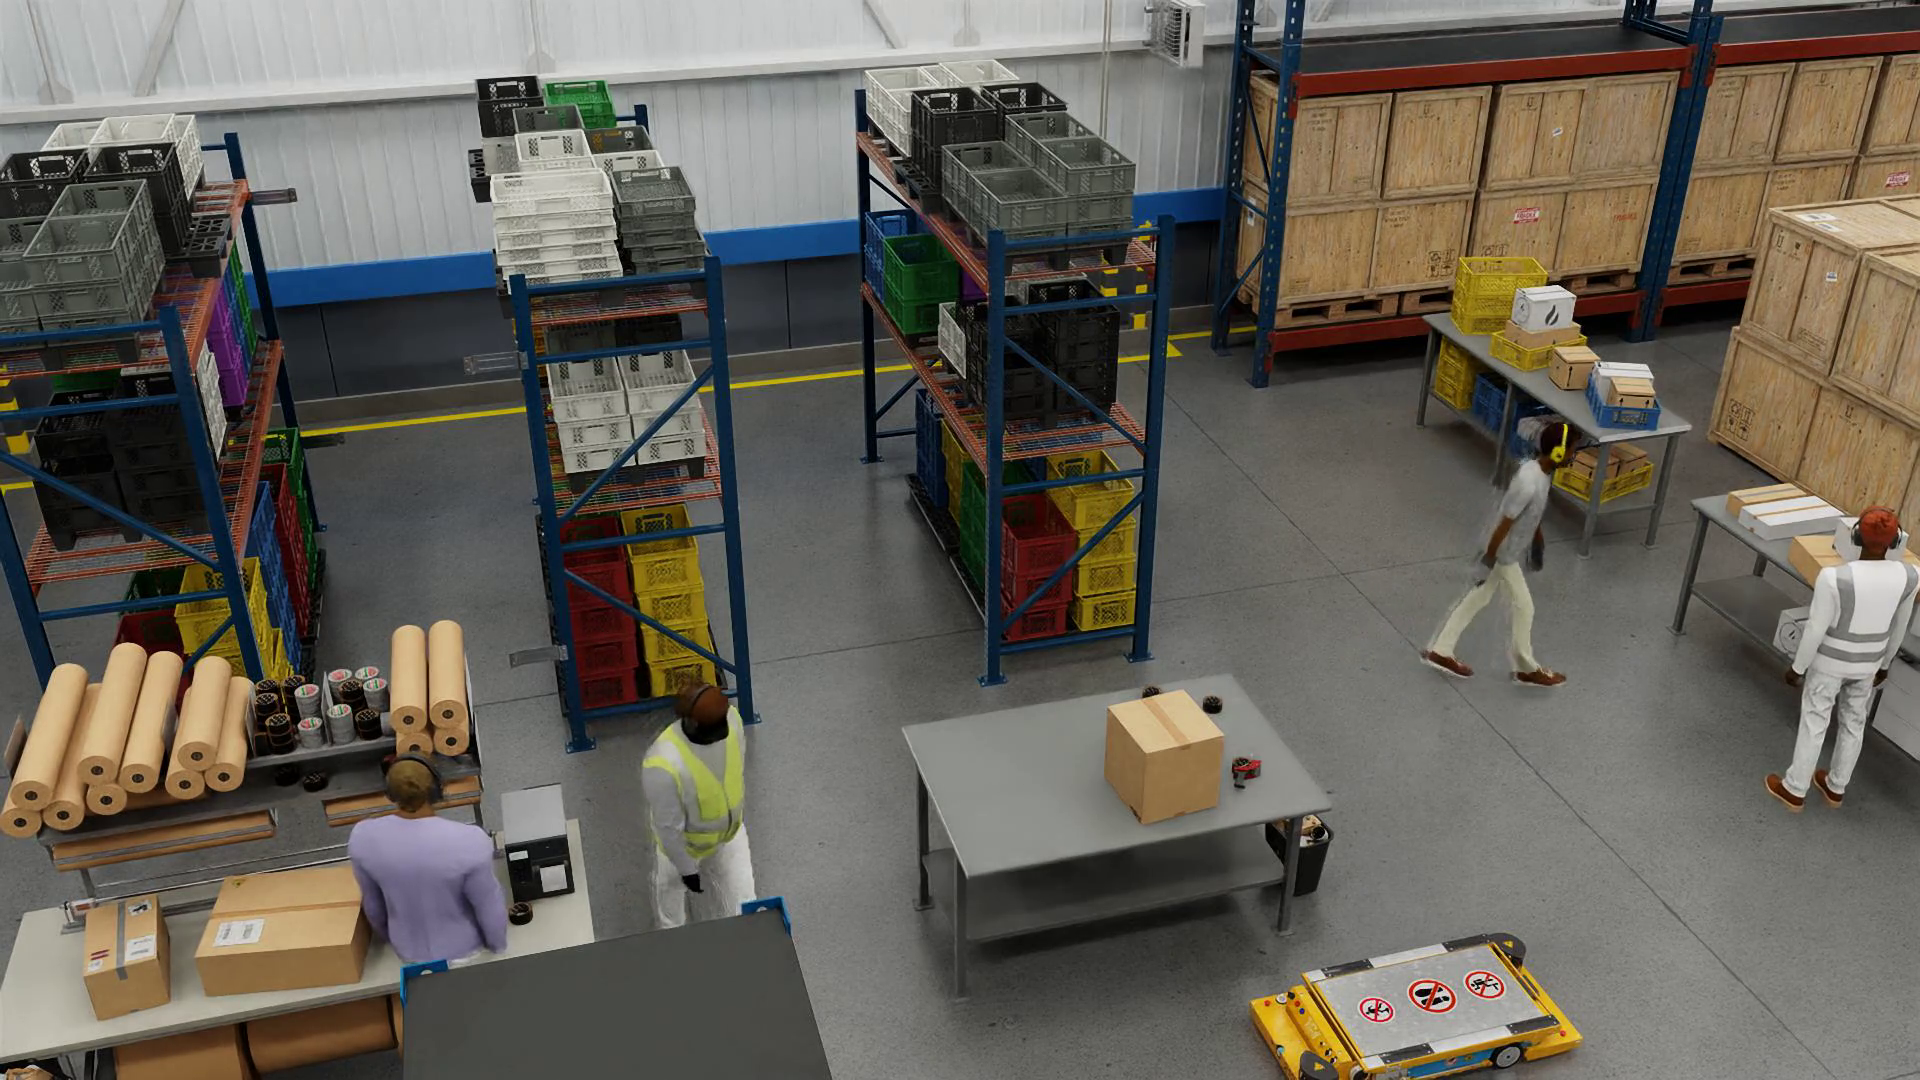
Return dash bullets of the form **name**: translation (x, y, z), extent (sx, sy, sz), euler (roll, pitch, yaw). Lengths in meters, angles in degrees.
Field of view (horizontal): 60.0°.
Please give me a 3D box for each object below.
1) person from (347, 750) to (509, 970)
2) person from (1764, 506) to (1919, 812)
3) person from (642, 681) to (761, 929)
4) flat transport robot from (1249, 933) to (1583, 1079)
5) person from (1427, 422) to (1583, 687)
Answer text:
- **person**: translation (-2.264, 1.747, 7.249), extent (0.631, 1.931, 0.367), euler (4, 29, 7)
- **person**: translation (4.902, 0.678, 9.240), extent (0.574, 1.881, 0.357), euler (-2, 29, -3)
- **person**: translation (-1.191, 1.429, 7.970), extent (0.907, 1.787, 0.631), euler (22, 36, 34)
- **flat transport robot**: translation (2.184, 2.282, 7.980), extent (1.431, 0.197, 0.652), euler (-8, 30, -14)
- **person**: translation (3.485, 0.096, 10.381), extent (0.948, 1.798, 0.524), euler (9, 30, 16)
